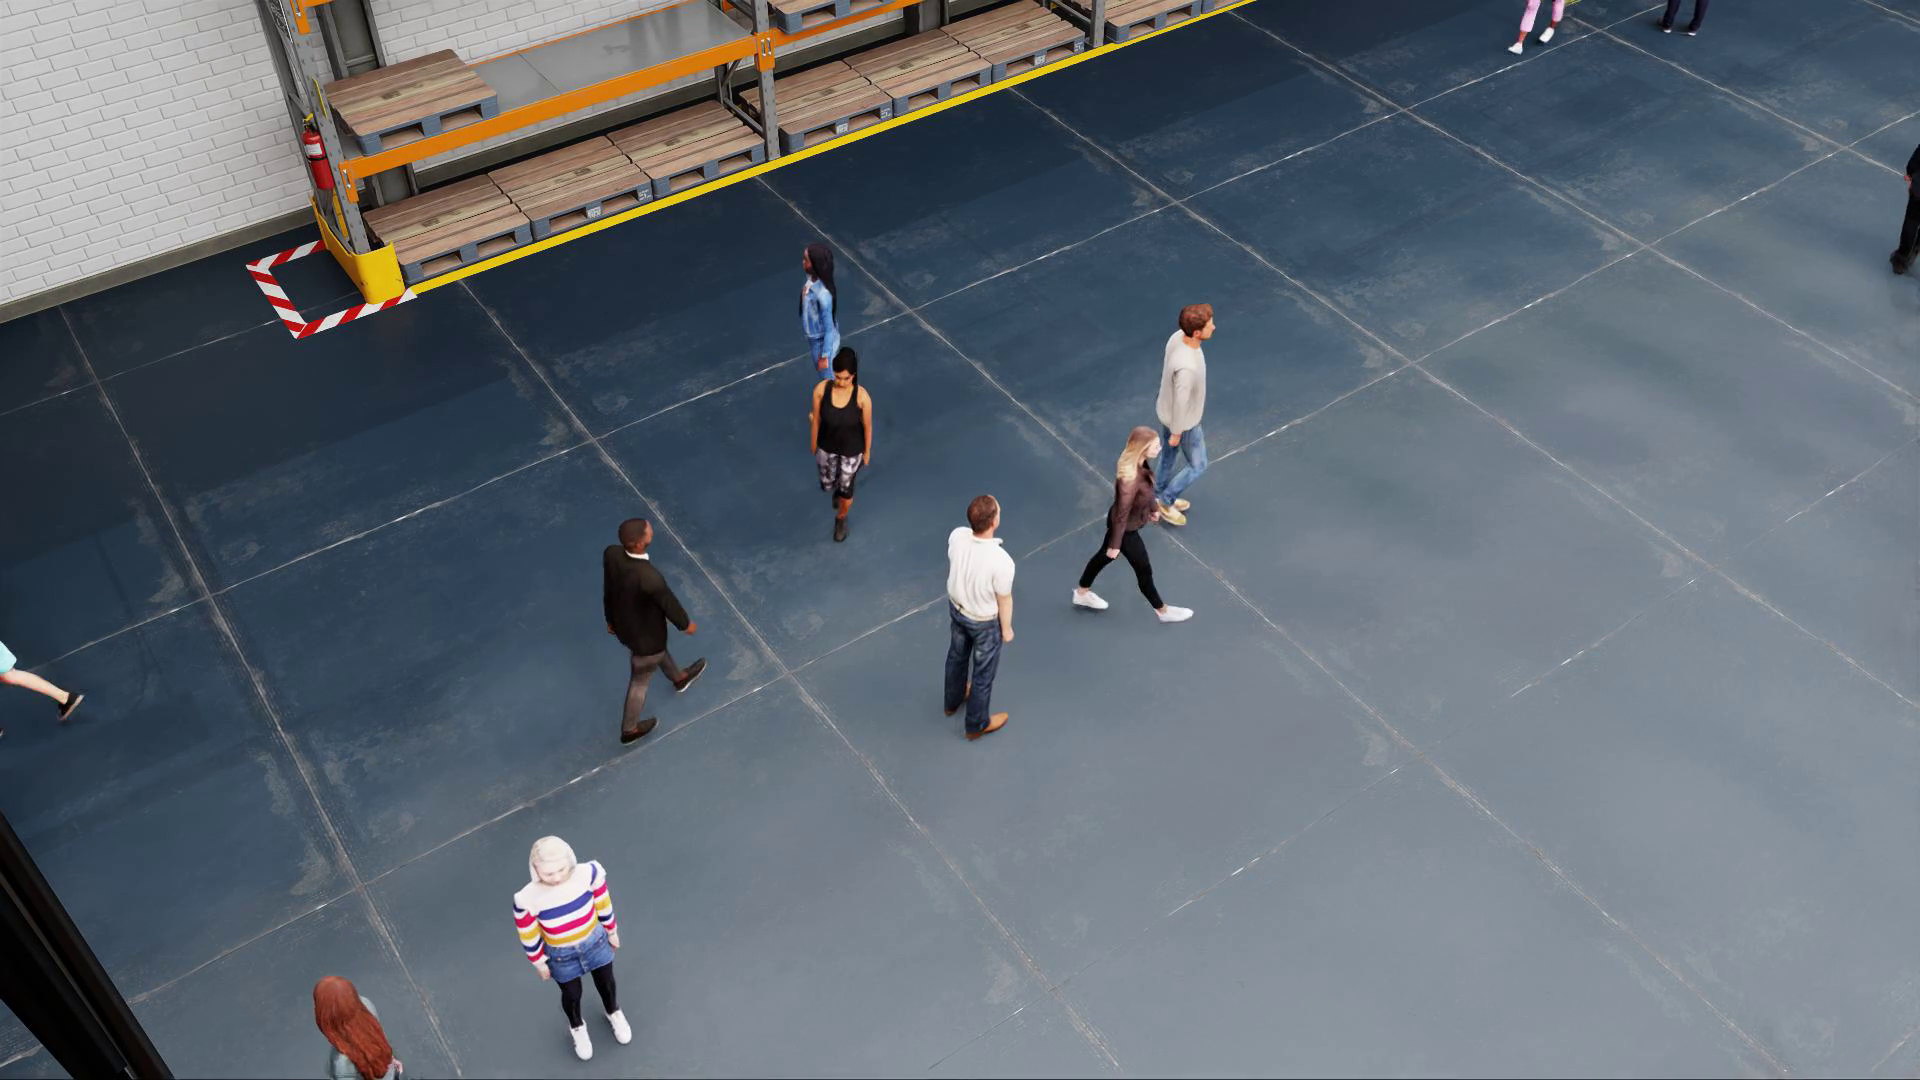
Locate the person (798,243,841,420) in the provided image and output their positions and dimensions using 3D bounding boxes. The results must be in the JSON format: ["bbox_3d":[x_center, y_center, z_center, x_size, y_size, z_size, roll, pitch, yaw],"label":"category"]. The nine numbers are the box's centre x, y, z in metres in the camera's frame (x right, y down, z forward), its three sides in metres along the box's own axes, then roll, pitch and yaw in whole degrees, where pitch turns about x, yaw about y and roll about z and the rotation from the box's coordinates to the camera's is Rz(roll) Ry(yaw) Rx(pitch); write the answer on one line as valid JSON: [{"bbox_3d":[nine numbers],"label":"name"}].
[{"bbox_3d":[-1.028,-1.502,12.577,0.656,1.712,0.679,-8,44,-8],"label":"person"}]

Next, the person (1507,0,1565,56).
[{"bbox_3d":[6.202,-5.892,17.197,0.793,1.695,1.184,31,52,28],"label":"person"}]

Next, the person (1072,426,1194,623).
[{"bbox_3d":[1.026,-0.098,11.143,1.130,1.656,1.081,8,44,8],"label":"person"}]

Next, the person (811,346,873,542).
[{"bbox_3d":[-0.820,-0.733,11.811,0.800,1.655,0.858,8,44,8],"label":"person"}]

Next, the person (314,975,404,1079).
[{"bbox_3d":[-2.762,2.725,8.149,1.217,1.700,1.039,-4,44,-4],"label":"person"}]

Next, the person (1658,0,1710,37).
[{"bbox_3d":[7.809,-6.219,17.436,0.711,1.839,0.751,10,44,10],"label":"person"}]

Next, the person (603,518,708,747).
[{"bbox_3d":[-2.042,0.622,10.308,0.766,1.767,1.073,34,53,30],"label":"person"}]

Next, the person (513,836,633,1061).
[{"bbox_3d":[-2.016,2.104,8.723,0.471,1.807,0.717,-22,48,-21],"label":"person"}]

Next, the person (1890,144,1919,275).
[{"bbox_3d":[8.317,-3.016,14.128,0.781,1.766,0.826,13,45,13],"label":"person"}]

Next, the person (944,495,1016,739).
[{"bbox_3d":[0.087,0.477,10.404,0.631,1.843,0.677,-30,51,-27],"label":"person"}]

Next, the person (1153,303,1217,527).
[{"bbox_3d":[1.479,-0.890,11.805,0.782,1.890,0.762,-2,44,-2],"label":"person"}]
